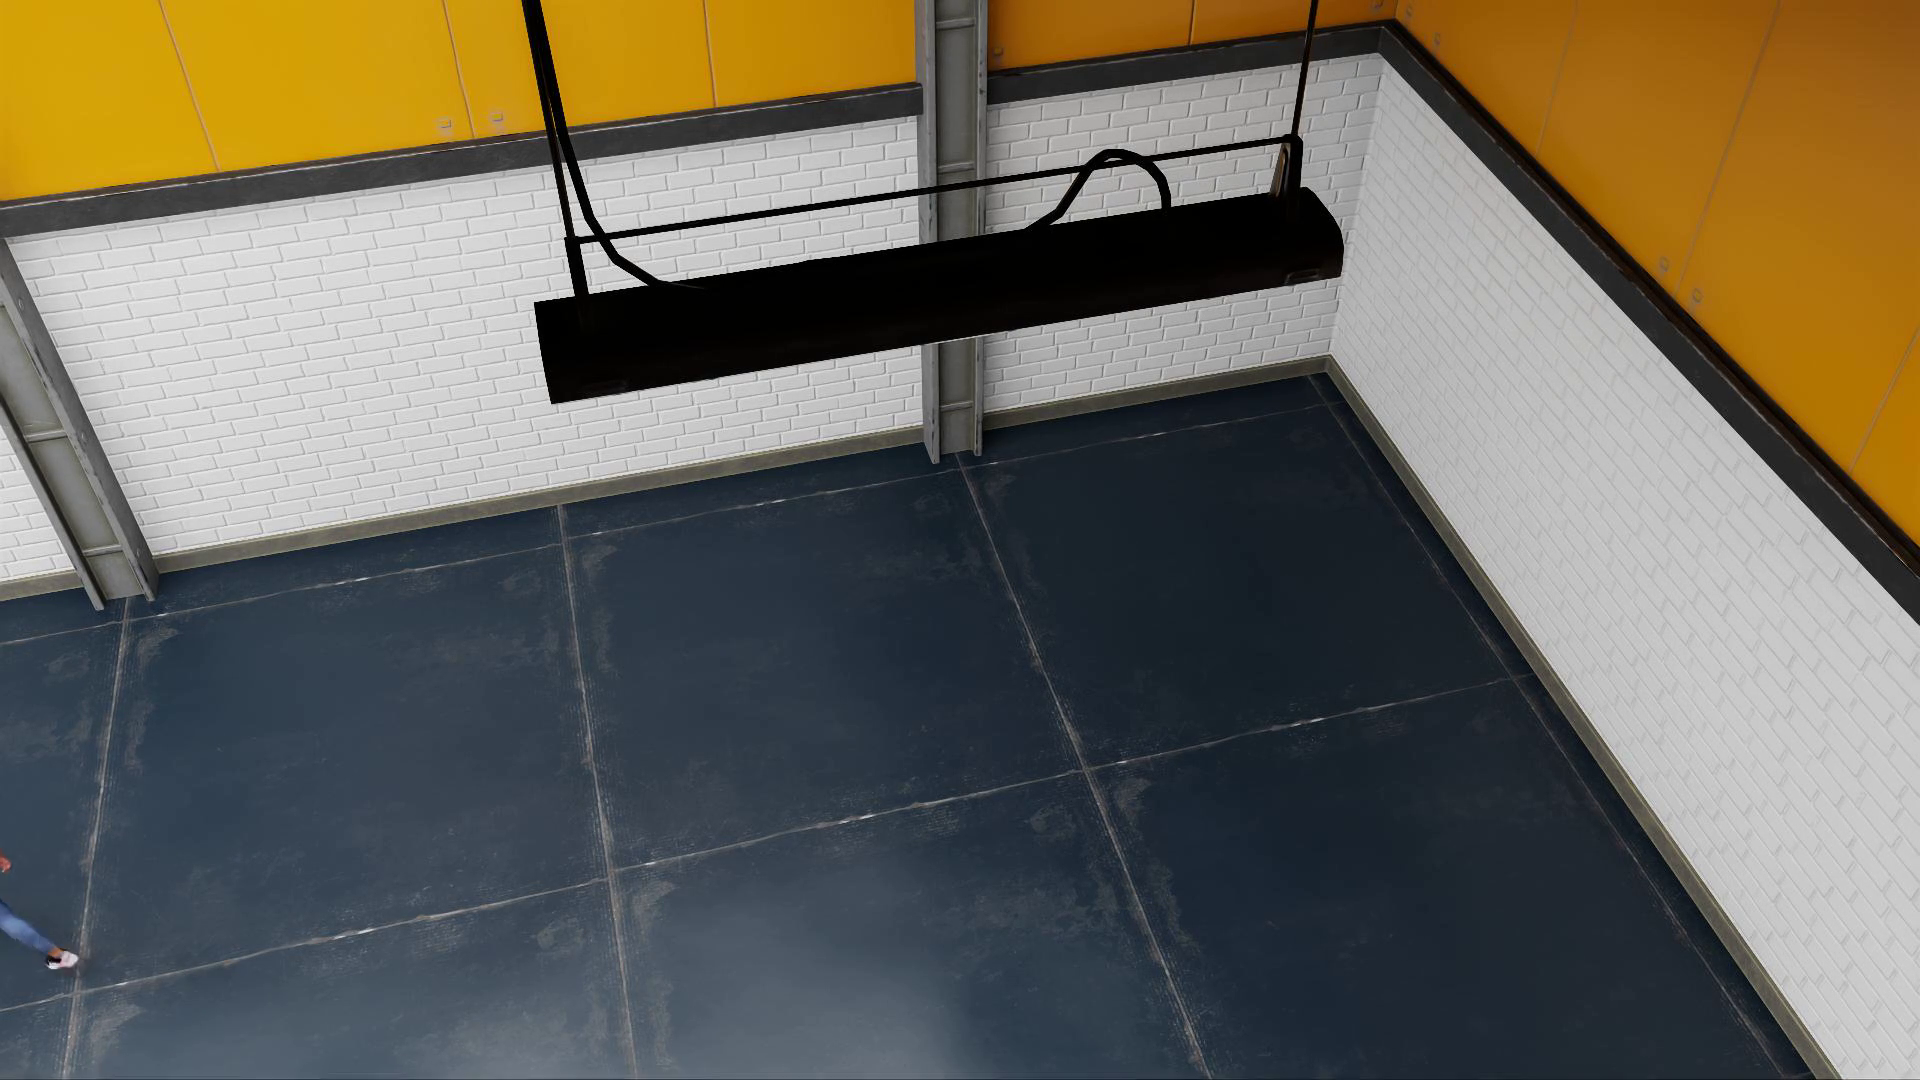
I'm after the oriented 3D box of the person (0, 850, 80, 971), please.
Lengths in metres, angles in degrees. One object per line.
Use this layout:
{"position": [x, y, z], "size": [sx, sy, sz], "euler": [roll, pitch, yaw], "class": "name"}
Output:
{"position": [-5.332, 1.828, 9.000], "size": [1.178, 1.577, 0.964], "euler": [12, 45, 12], "class": "person"}
